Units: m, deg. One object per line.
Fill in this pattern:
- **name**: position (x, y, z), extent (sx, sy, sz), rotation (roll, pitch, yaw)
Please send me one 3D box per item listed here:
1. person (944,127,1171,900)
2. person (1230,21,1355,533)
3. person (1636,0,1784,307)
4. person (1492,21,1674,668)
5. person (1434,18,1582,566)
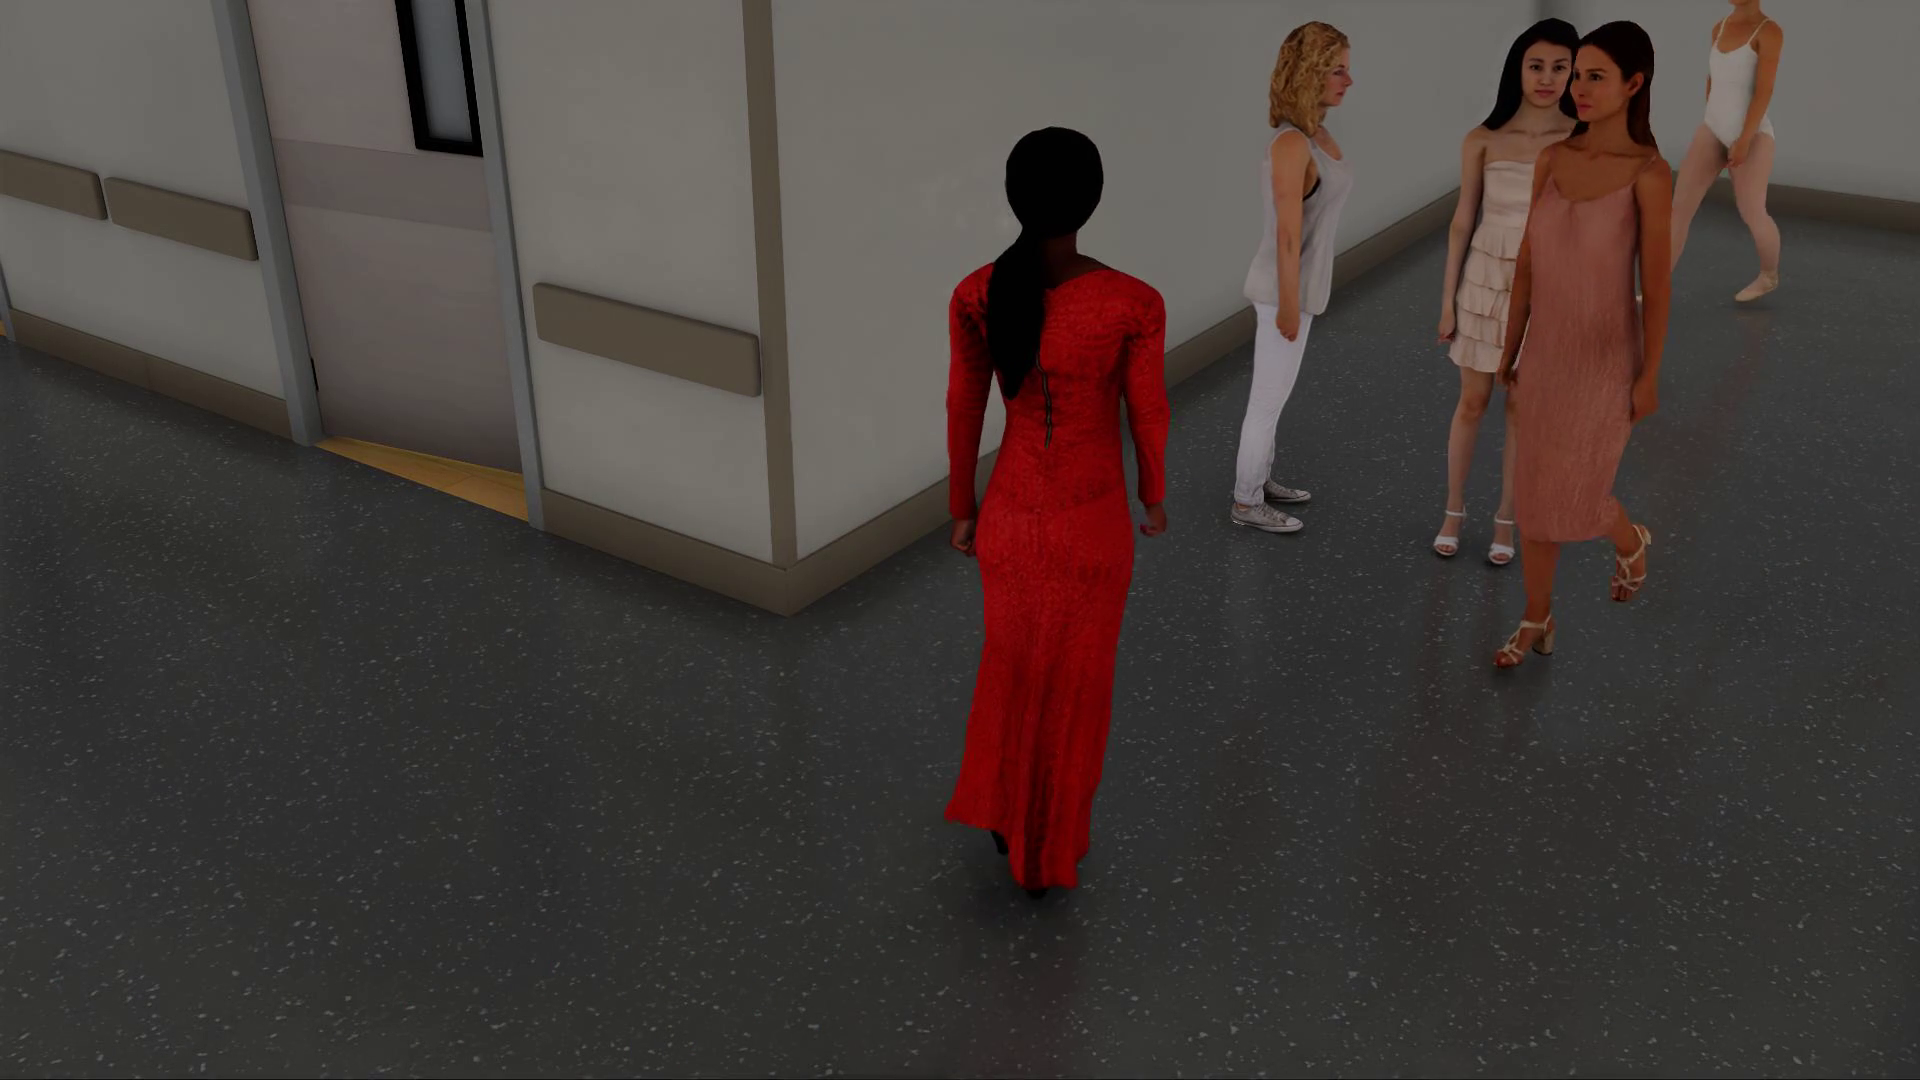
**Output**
- **person**: position (0.170, 0.034, 3.549), extent (0.685, 1.778, 0.731), rotation (9, 27, 19)
- **person**: position (1.086, -0.861, 5.527), extent (0.728, 1.671, 0.584), rotation (8, 27, 15)
- **person**: position (3.593, -1.824, 7.603), extent (1.098, 1.603, 0.873), rotation (-10, 27, -20)
- **person**: position (1.760, -0.467, 4.580), extent (0.906, 1.785, 0.765), rotation (-14, 29, -27)
- **person**: position (1.728, -0.736, 5.196), extent (0.619, 1.735, 0.613), rotation (8, 27, 16)
